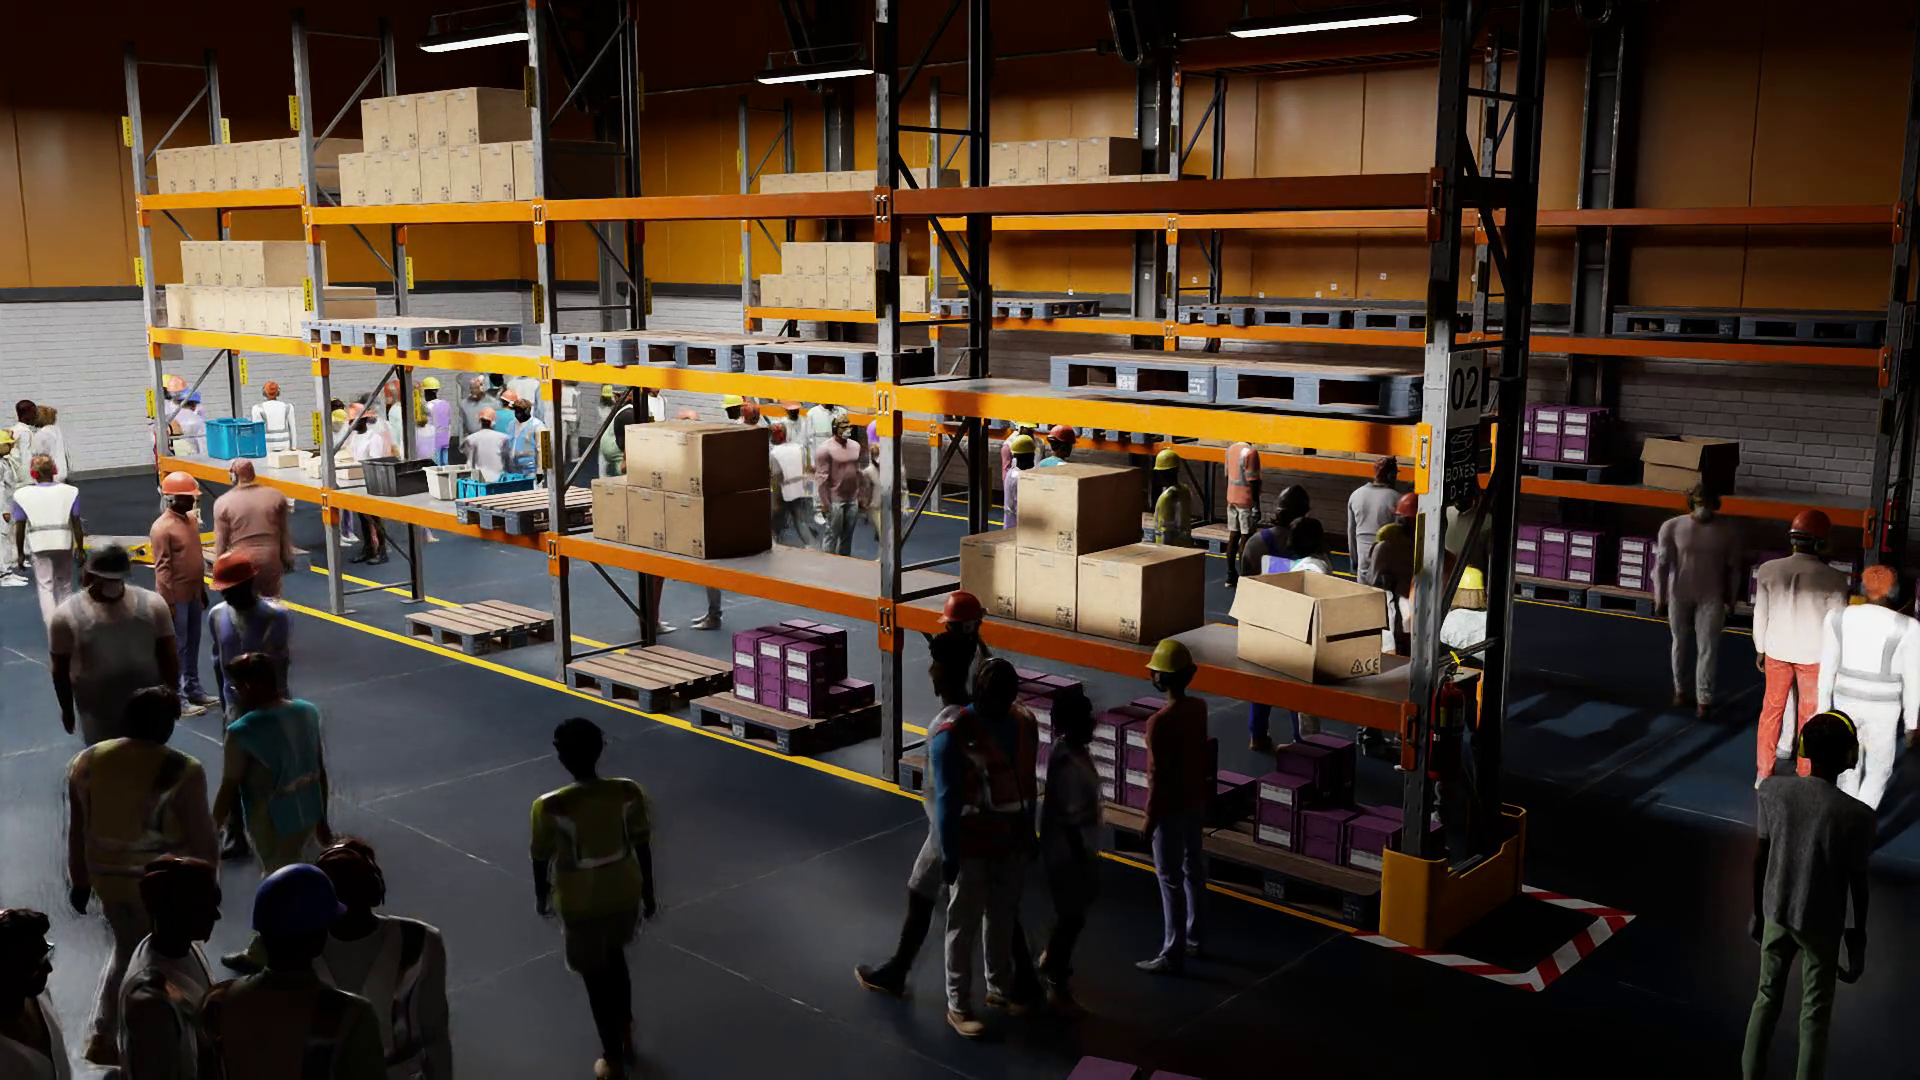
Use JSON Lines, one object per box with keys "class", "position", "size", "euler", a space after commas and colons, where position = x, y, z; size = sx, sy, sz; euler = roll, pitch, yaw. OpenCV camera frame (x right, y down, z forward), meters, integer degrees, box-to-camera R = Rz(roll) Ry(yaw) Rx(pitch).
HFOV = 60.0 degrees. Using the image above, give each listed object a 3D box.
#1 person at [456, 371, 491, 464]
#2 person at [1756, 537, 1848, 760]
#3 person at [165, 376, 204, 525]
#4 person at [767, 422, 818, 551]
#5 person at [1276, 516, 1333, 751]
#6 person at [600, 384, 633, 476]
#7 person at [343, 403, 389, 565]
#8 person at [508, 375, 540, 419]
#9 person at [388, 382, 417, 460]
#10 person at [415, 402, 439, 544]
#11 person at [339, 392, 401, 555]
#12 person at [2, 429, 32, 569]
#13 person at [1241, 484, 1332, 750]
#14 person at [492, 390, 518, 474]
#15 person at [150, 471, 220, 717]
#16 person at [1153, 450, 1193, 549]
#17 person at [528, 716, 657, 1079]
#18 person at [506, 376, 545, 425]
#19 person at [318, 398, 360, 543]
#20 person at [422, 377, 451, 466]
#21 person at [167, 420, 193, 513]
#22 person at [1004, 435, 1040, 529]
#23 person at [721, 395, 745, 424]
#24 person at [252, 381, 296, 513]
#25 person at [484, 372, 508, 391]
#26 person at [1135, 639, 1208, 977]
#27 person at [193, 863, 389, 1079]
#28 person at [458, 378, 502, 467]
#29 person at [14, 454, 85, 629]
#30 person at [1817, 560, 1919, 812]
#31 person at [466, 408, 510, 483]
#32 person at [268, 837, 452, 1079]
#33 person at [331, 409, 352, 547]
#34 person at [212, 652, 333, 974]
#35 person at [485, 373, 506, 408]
{"class": "person", "position": [-8.416, -2.284, 28.864], "size": [0.605, 1.948, 0.384], "euler": [0, 10, 0]}
{"class": "person", "position": [6.074, 0.801, 11.996], "size": [0.316, 1.753, 0.627], "euler": [-3, 11, -19]}
{"class": "person", "position": [-10.471, -1.189, 22.406], "size": [0.610, 2.042, 0.396], "euler": [-4, 11, -23]}
{"class": "person", "position": [-1.977, -0.485, 19.189], "size": [1.009, 1.776, 0.619], "euler": [7, 12, 34]}
{"class": "person", "position": [2.490, 0.739, 12.074], "size": [0.430, 1.845, 0.619], "euler": [2, 10, 13]}
{"class": "person", "position": [-4.487, -1.122, 22.037], "size": [0.536, 2.000, 0.674], "euler": [-2, 10, -13]}
{"class": "person", "position": [-7.078, -0.664, 19.776], "size": [0.563, 1.927, 0.408], "euler": [7, 12, 33]}
{"class": "person", "position": [-7.676, -2.328, 29.226], "size": [0.621, 1.900, 0.977], "euler": [-7, 12, -33]}
{"class": "person", "position": [-7.603, -1.238, 23.018], "size": [0.378, 1.931, 0.629], "euler": [5, 11, 26]}
{"class": "person", "position": [-6.887, -0.856, 21.175], "size": [0.509, 1.822, 0.515], "euler": [5, 11, 28]}
{"class": "person", "position": [-7.093, -0.821, 20.332], "size": [0.825, 2.000, 0.708], "euler": [7, 12, 35]}
{"class": "person", "position": [-11.175, -0.483, 19.553], "size": [0.307, 1.641, 0.514], "euler": [-6, 12, -31]}
{"class": "person", "position": [2.457, 0.583, 12.394], "size": [0.683, 2.000, 0.535], "euler": [6, 12, 31]}
{"class": "person", "position": [-6.438, -1.282, 23.798], "size": [0.575, 1.739, 0.350], "euler": [6, 12, 29]}
{"class": "person", "position": [-6.257, 0.431, 13.421], "size": [0.408, 1.987, 0.614], "euler": [0, 10, 1]}
{"class": "person", "position": [1.936, 0.128, 15.307], "size": [0.383, 1.922, 0.587], "euler": [5, 11, 26]}
{"class": "person", "position": [-1.678, 1.621, 7.548], "size": [0.535, 1.672, 0.614], "euler": [-8, 13, -38]}
{"class": "person", "position": [-7.145, -1.996, 27.371], "size": [0.614, 1.908, 0.404], "euler": [1, 10, 8]}
{"class": "person", "position": [-7.877, -0.872, 21.123], "size": [0.519, 1.865, 0.328], "euler": [-8, 13, -36]}
{"class": "person", "position": [-7.467, -1.353, 23.657], "size": [0.369, 1.928, 0.585], "euler": [3, 11, 18]}
{"class": "person", "position": [-9.776, -0.689, 20.783], "size": [0.302, 1.623, 0.513], "euler": [2, 10, 13]}
{"class": "person", "position": [0.614, -0.082, 16.467], "size": [0.357, 1.929, 0.594], "euler": [-1, 10, -5]}
{"class": "person", "position": [-2.867, -0.968, 21.530], "size": [0.415, 1.912, 0.608], "euler": [-2, 10, -9]}
{"class": "person", "position": [-9.678, -1.304, 23.504], "size": [0.586, 1.882, 0.341], "euler": [-8, 13, -38]}
{"class": "person", "position": [-8.617, -2.582, 30.943], "size": [0.613, 1.816, 0.383], "euler": [0, 10, -1]}
{"class": "person", "position": [1.098, 1.383, 8.647], "size": [0.331, 1.768, 0.526], "euler": [8, 13, 37]}
{"class": "person", "position": [-1.983, 1.928, 5.054], "size": [0.613, 1.945, 0.406], "euler": [2, 10, 12]}
{"class": "person", "position": [-7.062, -1.486, 24.643], "size": [0.651, 1.867, 0.956], "euler": [2, 10, 11]}
{"class": "person", "position": [-8.666, 0.086, 15.863], "size": [0.575, 1.811, 0.873], "euler": [-6, 12, -31]}
{"class": "person", "position": [5.595, 1.056, 10.290], "size": [0.612, 1.895, 0.601], "euler": [-8, 13, -37]}
{"class": "person", "position": [-6.077, -0.856, 21.527], "size": [0.562, 1.708, 0.767], "euler": [0, 10, -1]}
{"class": "person", "position": [-1.969, 1.882, 5.507], "size": [0.569, 1.882, 0.338], "euler": [-2, 10, -8]}
{"class": "person", "position": [-7.824, -0.783, 20.991], "size": [0.351, 1.735, 0.485], "euler": [-3, 10, -17]}
{"class": "person", "position": [-3.418, 1.432, 8.315], "size": [0.937, 1.787, 0.564], "euler": [3, 10, 15]}
{"class": "person", "position": [-7.769, -2.000, 27.968], "size": [0.535, 1.697, 0.322], "euler": [7, 12, 34]}
